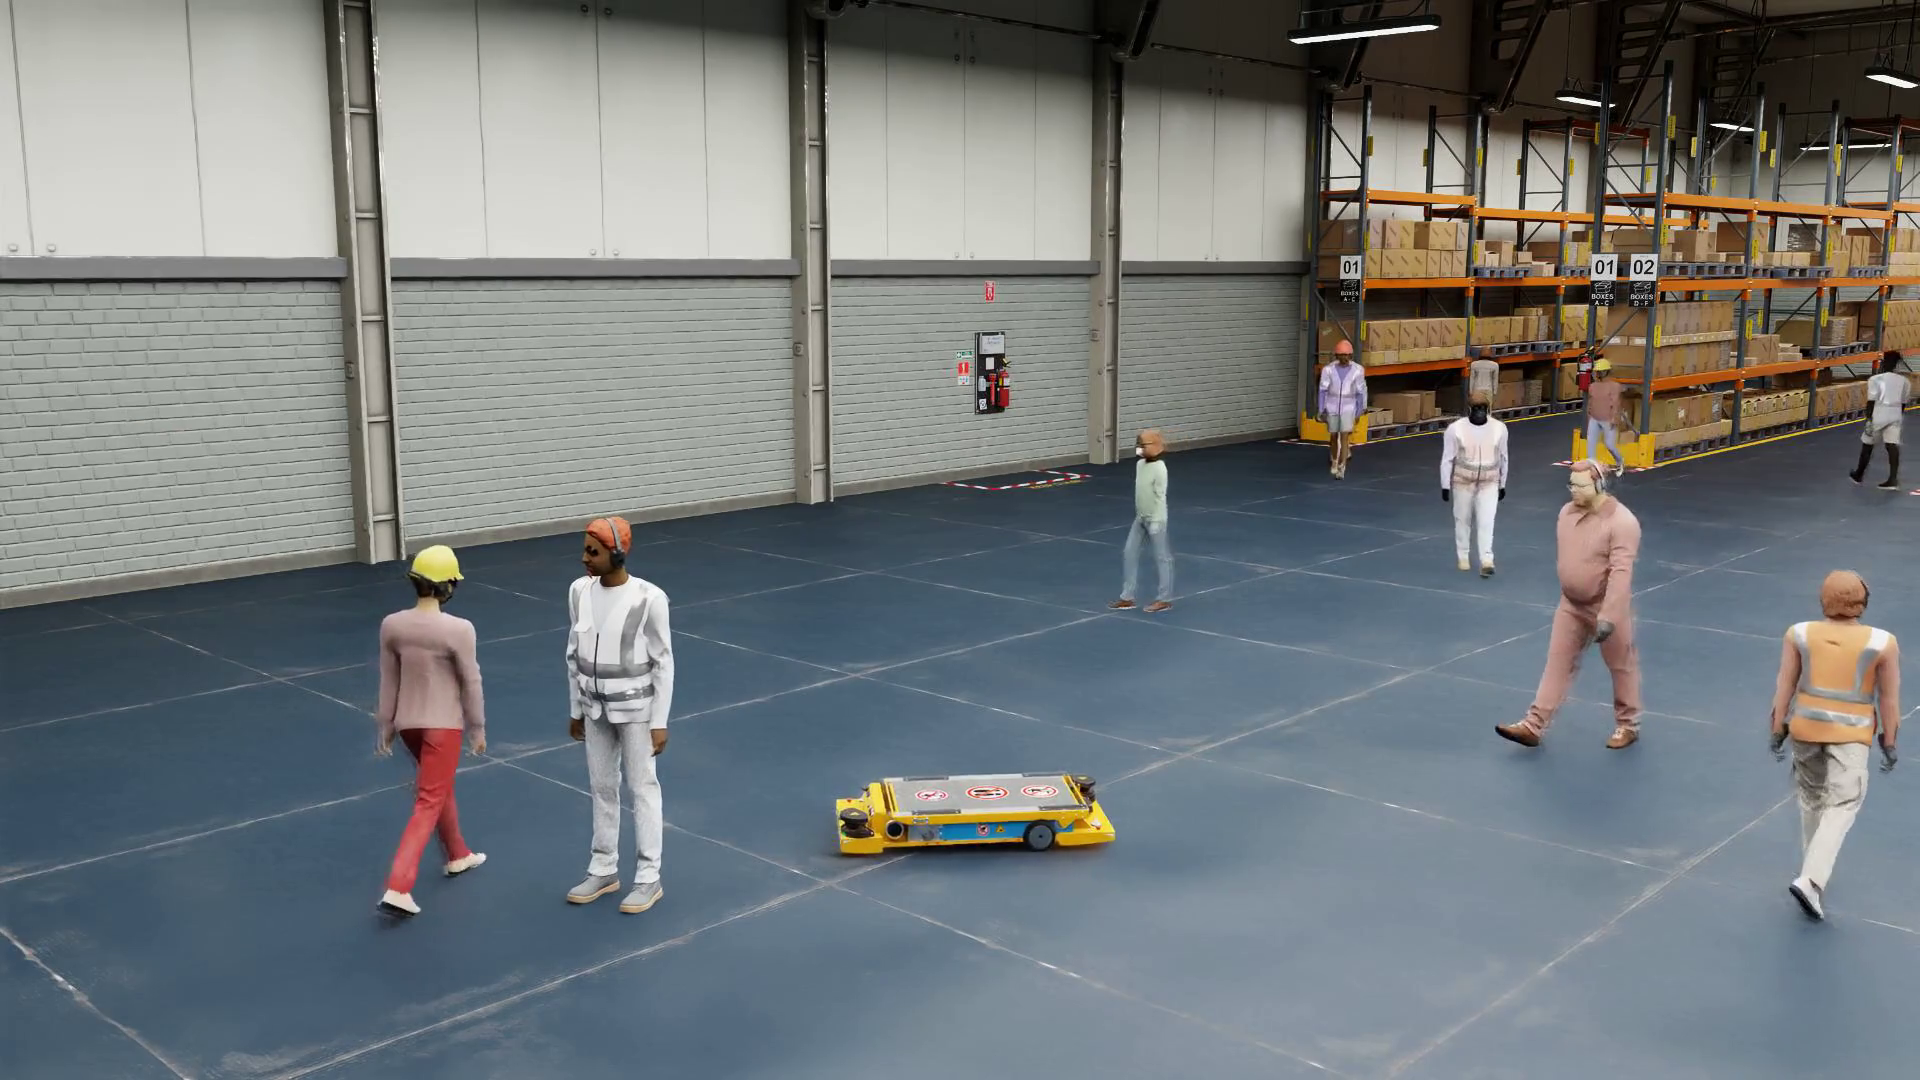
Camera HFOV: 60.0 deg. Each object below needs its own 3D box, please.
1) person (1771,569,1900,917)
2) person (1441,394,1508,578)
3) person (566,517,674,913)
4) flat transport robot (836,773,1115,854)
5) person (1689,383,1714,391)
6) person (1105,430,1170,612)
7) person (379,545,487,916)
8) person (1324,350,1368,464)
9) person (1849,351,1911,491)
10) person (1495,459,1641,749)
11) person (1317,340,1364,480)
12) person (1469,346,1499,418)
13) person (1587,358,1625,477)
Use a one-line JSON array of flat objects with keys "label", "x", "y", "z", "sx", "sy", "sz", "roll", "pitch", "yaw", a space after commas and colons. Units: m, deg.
[{"label": "person", "x": 4.142, "y": 0.945, "z": 7.920, "sx": 0.537, "sy": 1.604, "sz": 0.804, "roll": 9, "pitch": 13, "yaw": 44}, {"label": "person", "x": 5.066, "y": -0.536, "z": 16.370, "sx": 0.658, "sy": 1.788, "sz": 0.964, "roll": 2, "pitch": 9, "yaw": 9}, {"label": "person", "x": -1.615, "y": 0.817, "z": 7.856, "sx": 0.575, "sy": 1.882, "sz": 0.361, "roll": 5, "pitch": 11, "yaw": 27}, {"label": "flat transport robot", "x": 0.065, "y": 1.449, "z": 8.902, "sx": 1.431, "sy": 0.197, "sz": 0.652, "roll": -1, "pitch": 9, "yaw": -6}, {"label": "person", "x": 13.801, "y": -2.985, "z": 31.028, "sx": 0.575, "sy": 1.885, "sz": 0.355, "roll": 9, "pitch": 13, "yaw": 43}, {"label": "person", "x": 1.566, "y": -0.154, "z": 14.564, "sx": 0.669, "sy": 1.608, "sz": 0.523, "roll": -4, "pitch": 10, "yaw": -24}, {"label": "person", "x": -2.549, "y": 0.883, "z": 7.954, "sx": 0.521, "sy": 1.718, "sz": 0.902, "roll": 4, "pitch": 10, "yaw": 21}, {"label": "person", "x": 5.977, "y": -2.114, "z": 25.835, "sx": 0.653, "sy": 1.868, "sz": 1.006, "roll": 7, "pitch": 12, "yaw": 38}, {"label": "person", "x": 12.669, "y": -1.648, "z": 22.828, "sx": 0.632, "sy": 1.894, "sz": 1.031, "roll": 0, "pitch": 9, "yaw": -3}, {"label": "person", "x": 3.885, "y": 0.420, "z": 10.361, "sx": 1.033, "sy": 1.841, "sz": 0.660, "roll": -5, "pitch": 10, "yaw": -27}, {"label": "person", "x": 5.506, "y": -1.890, "z": 24.058, "sx": 0.629, "sy": 2.001, "sz": 1.062, "roll": 3, "pitch": 10, "yaw": 16}, {"label": "person", "x": 9.418, "y": -2.676, "z": 29.935, "sx": 0.493, "sy": 1.624, "sz": 0.280, "roll": 2, "pitch": 10, "yaw": 12}, {"label": "person", "x": 9.200, "y": -1.725, "z": 23.742, "sx": 0.723, "sy": 1.744, "sz": 0.524, "roll": -7, "pitch": 11, "yaw": -35}]
